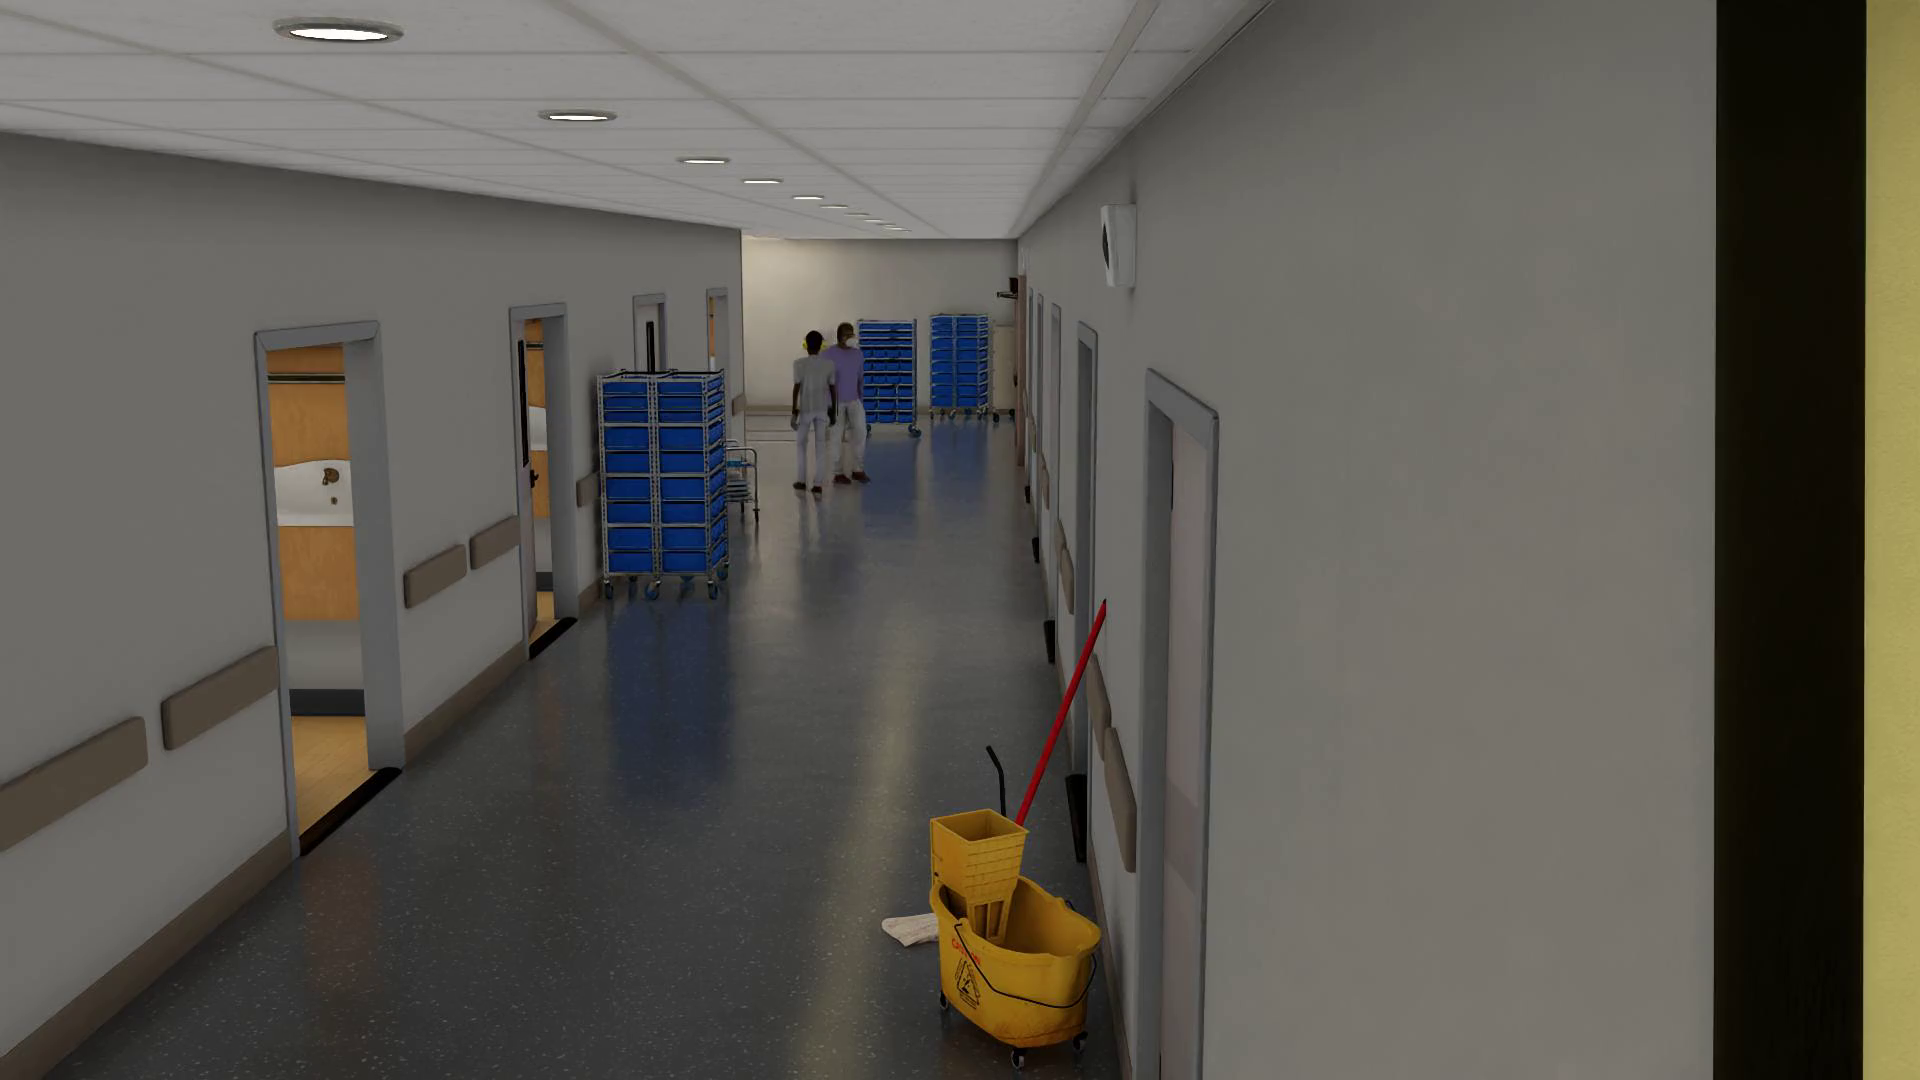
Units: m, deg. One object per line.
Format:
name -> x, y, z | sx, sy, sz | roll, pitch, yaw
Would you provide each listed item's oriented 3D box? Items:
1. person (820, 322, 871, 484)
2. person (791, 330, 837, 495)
person -> -1.328, -1.598, 19.589 | 0.640, 1.917, 0.617 | -6, 11, -33
person -> -1.685, -1.452, 18.917 | 0.567, 1.849, 0.691 | -3, 10, -17
